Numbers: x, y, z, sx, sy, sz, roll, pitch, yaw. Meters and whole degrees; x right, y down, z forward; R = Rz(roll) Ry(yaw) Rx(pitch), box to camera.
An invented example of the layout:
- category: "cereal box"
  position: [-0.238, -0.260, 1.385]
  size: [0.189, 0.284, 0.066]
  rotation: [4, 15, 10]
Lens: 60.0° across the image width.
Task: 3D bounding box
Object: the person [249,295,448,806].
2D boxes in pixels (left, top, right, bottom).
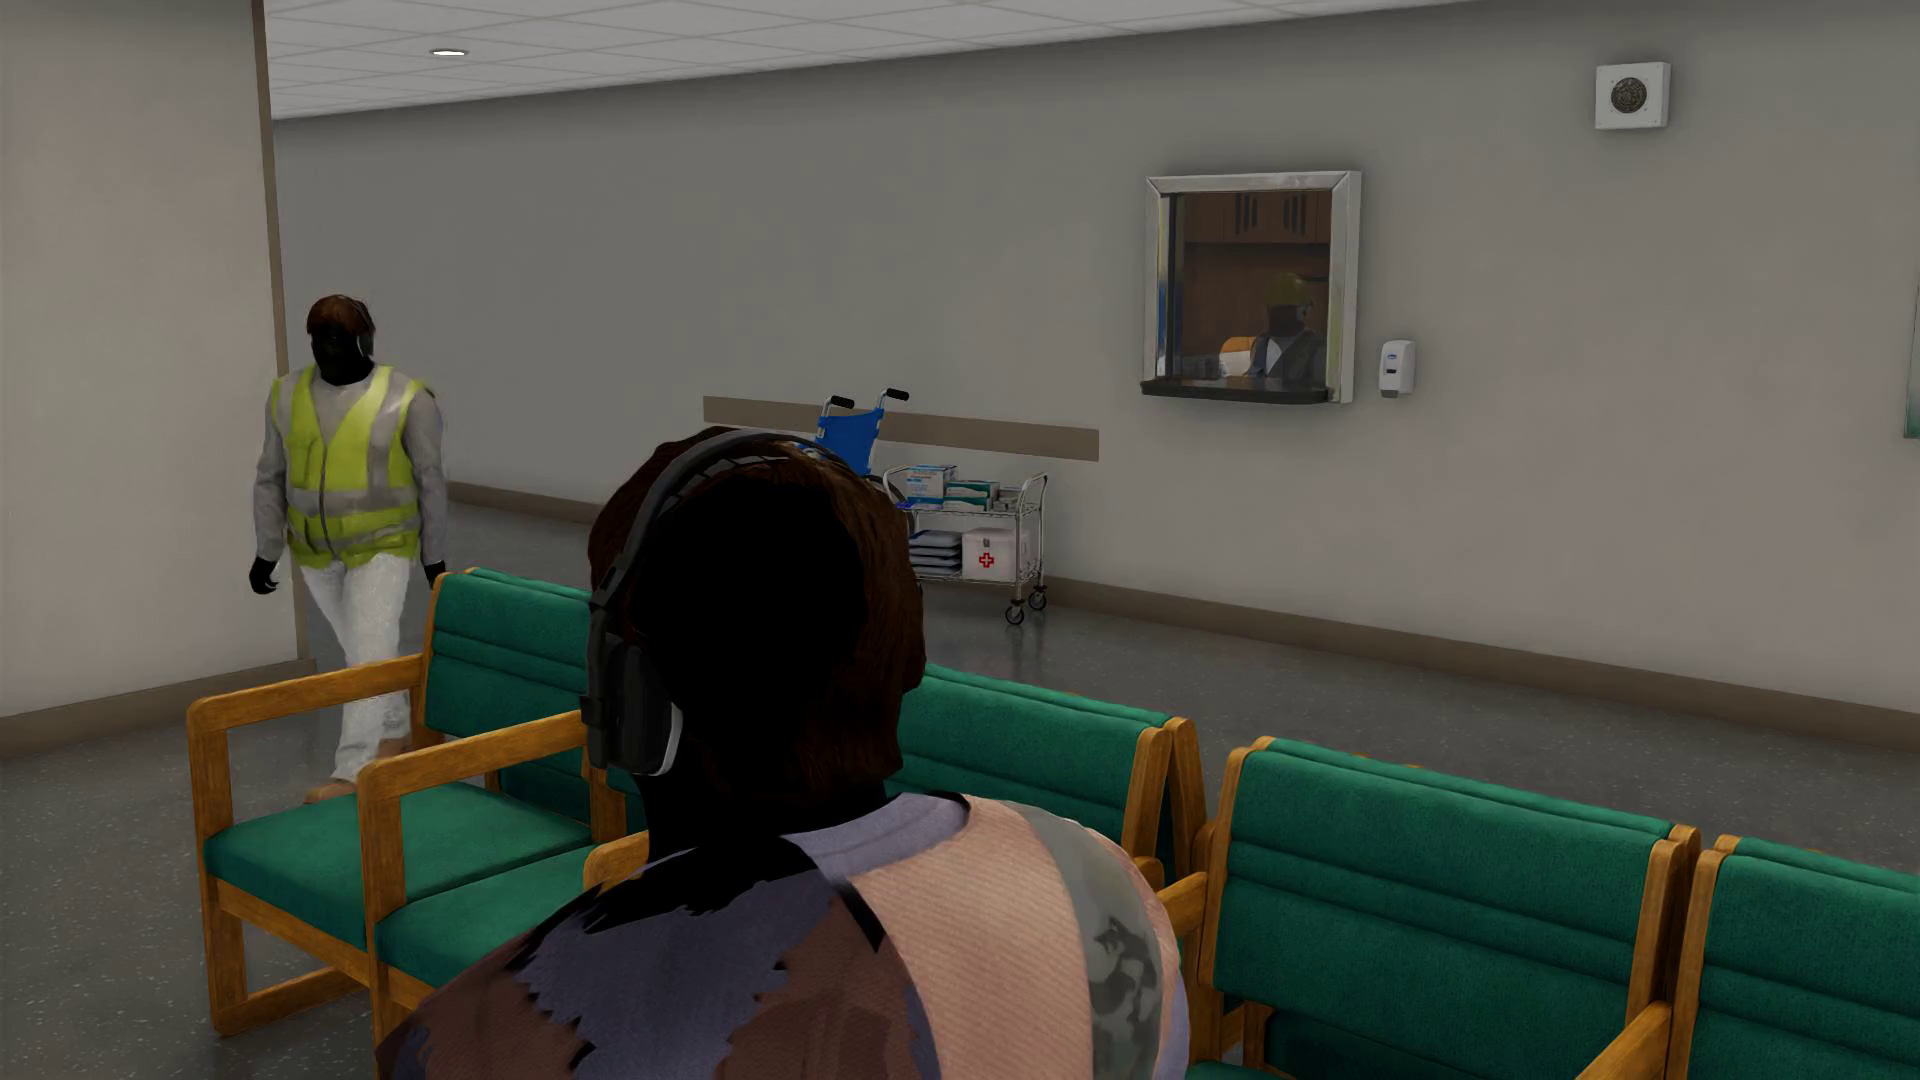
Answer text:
- category: "person"
  position: [-2.173, 0.040, 5.893]
  size: [0.623, 1.791, 0.972]
  rotation: [1, 10, 8]

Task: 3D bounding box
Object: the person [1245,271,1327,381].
- category: "person"
  position: [1.738, -0.525, 8.995]
  size: [0.404, 1.833, 0.589]
  rotation: [-7, 12, -35]

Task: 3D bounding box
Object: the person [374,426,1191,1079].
- category: "person"
  position: [-0.138, 0.836, 1.226]
  size: [0.623, 1.844, 0.429]
  rotation: [-8, 13, -38]
